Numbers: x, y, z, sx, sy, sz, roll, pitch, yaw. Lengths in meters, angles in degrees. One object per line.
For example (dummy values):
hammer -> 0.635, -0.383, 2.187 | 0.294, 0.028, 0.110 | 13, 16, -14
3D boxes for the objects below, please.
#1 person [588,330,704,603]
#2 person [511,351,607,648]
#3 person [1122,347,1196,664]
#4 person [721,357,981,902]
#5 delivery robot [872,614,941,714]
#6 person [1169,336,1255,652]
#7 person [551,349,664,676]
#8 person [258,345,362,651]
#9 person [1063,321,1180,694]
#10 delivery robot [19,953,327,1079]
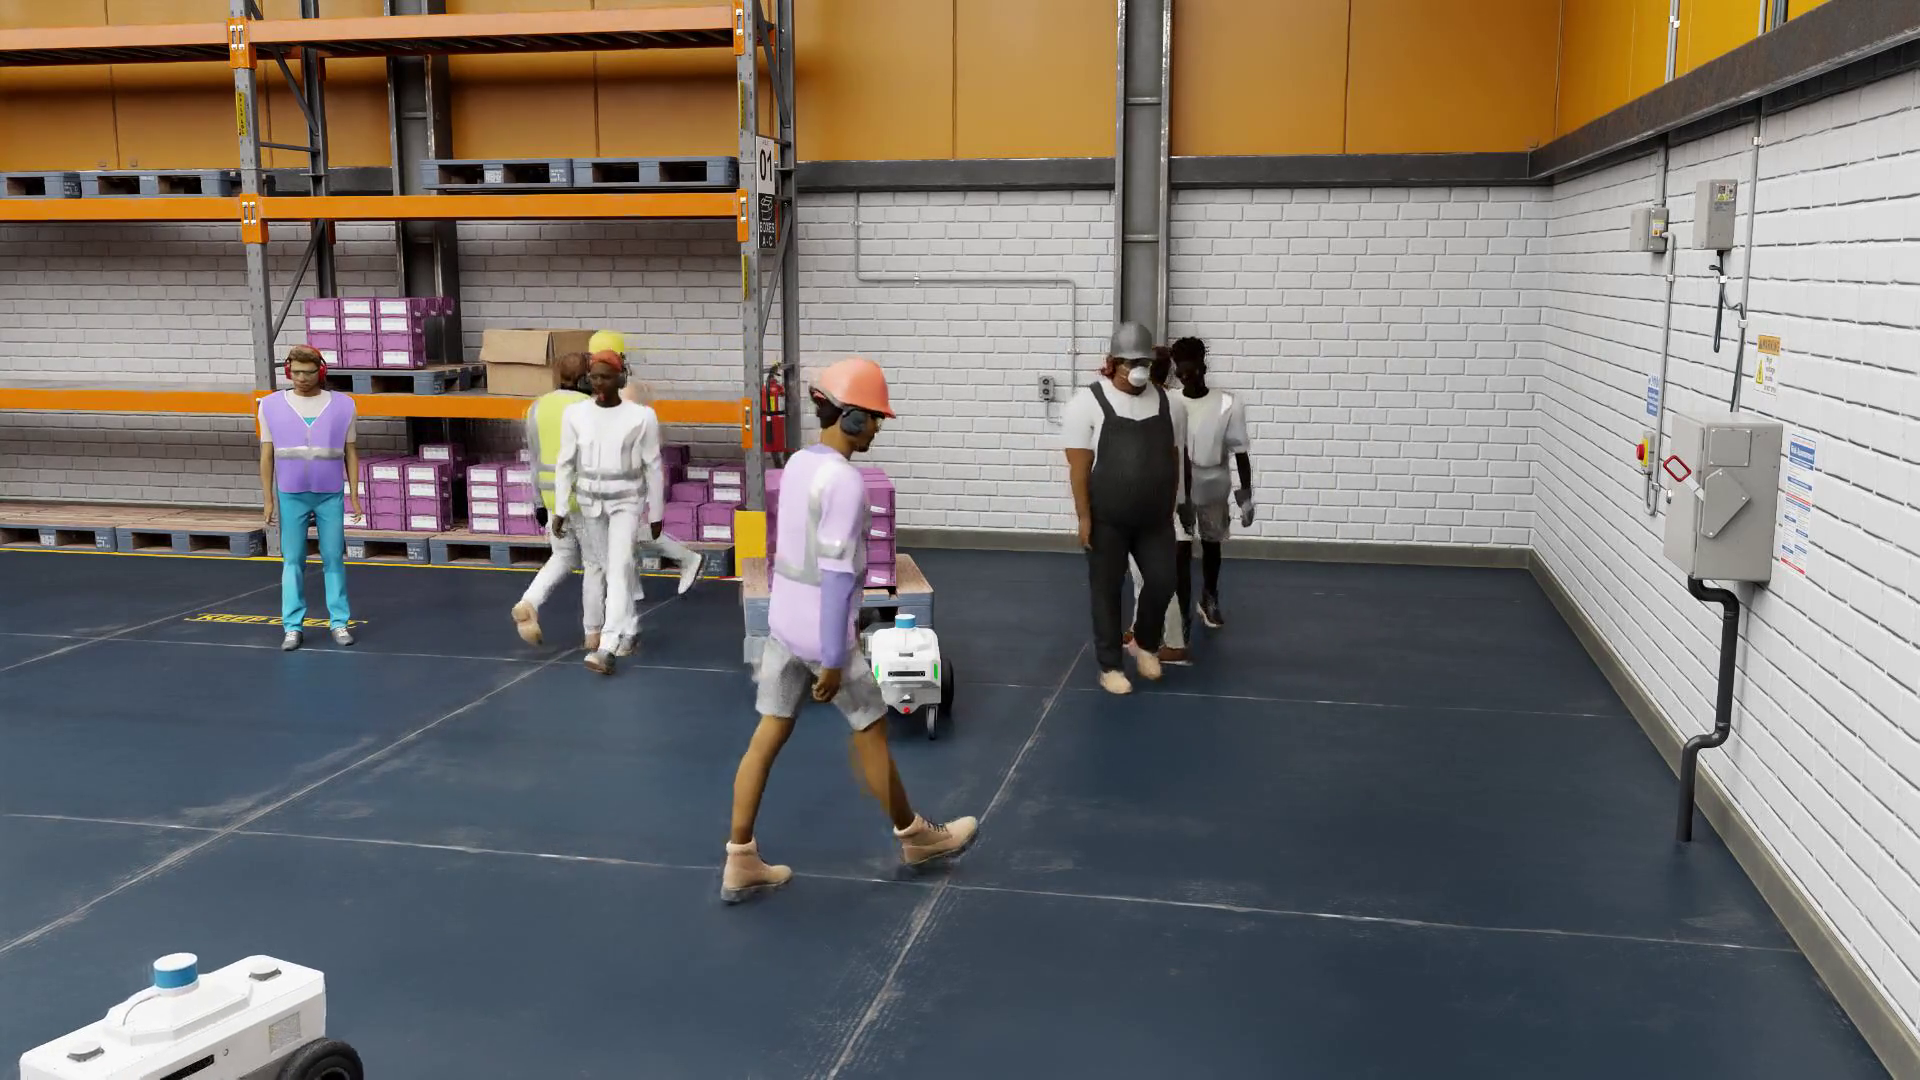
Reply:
person -> -2.174, -0.485, 11.290 | 0.682, 1.886, 0.587 | -3, 10, -20
person -> -2.317, -0.212, 9.884 | 0.635, 1.816, 0.672 | 5, 10, 26
person -> 1.055, -0.205, 9.722 | 0.731, 1.842, 0.543 | 7, 12, 35
person -> -0.447, 0.322, 6.138 | 1.061, 1.969, 0.641 | -5, 11, -30
delivery robot -> -0.274, 0.618, 8.368 | 0.477, 0.478, 0.707 | 0, 9, -3
person -> 1.490, -0.317, 10.288 | 0.675, 1.898, 1.050 | 2, 10, 12
person -> -2.030, -0.168, 9.556 | 0.578, 1.828, 0.995 | 2, 10, 13
person -> -3.927, -0.260, 10.086 | 0.564, 1.837, 0.388 | -4, 10, -23
person -> 0.902, -0.178, 8.982 | 0.685, 2.000, 0.538 | -3, 10, -15
delivery robot -> -1.988, 1.302, 4.249 | 0.477, 0.478, 0.707 | 5, 11, 28
